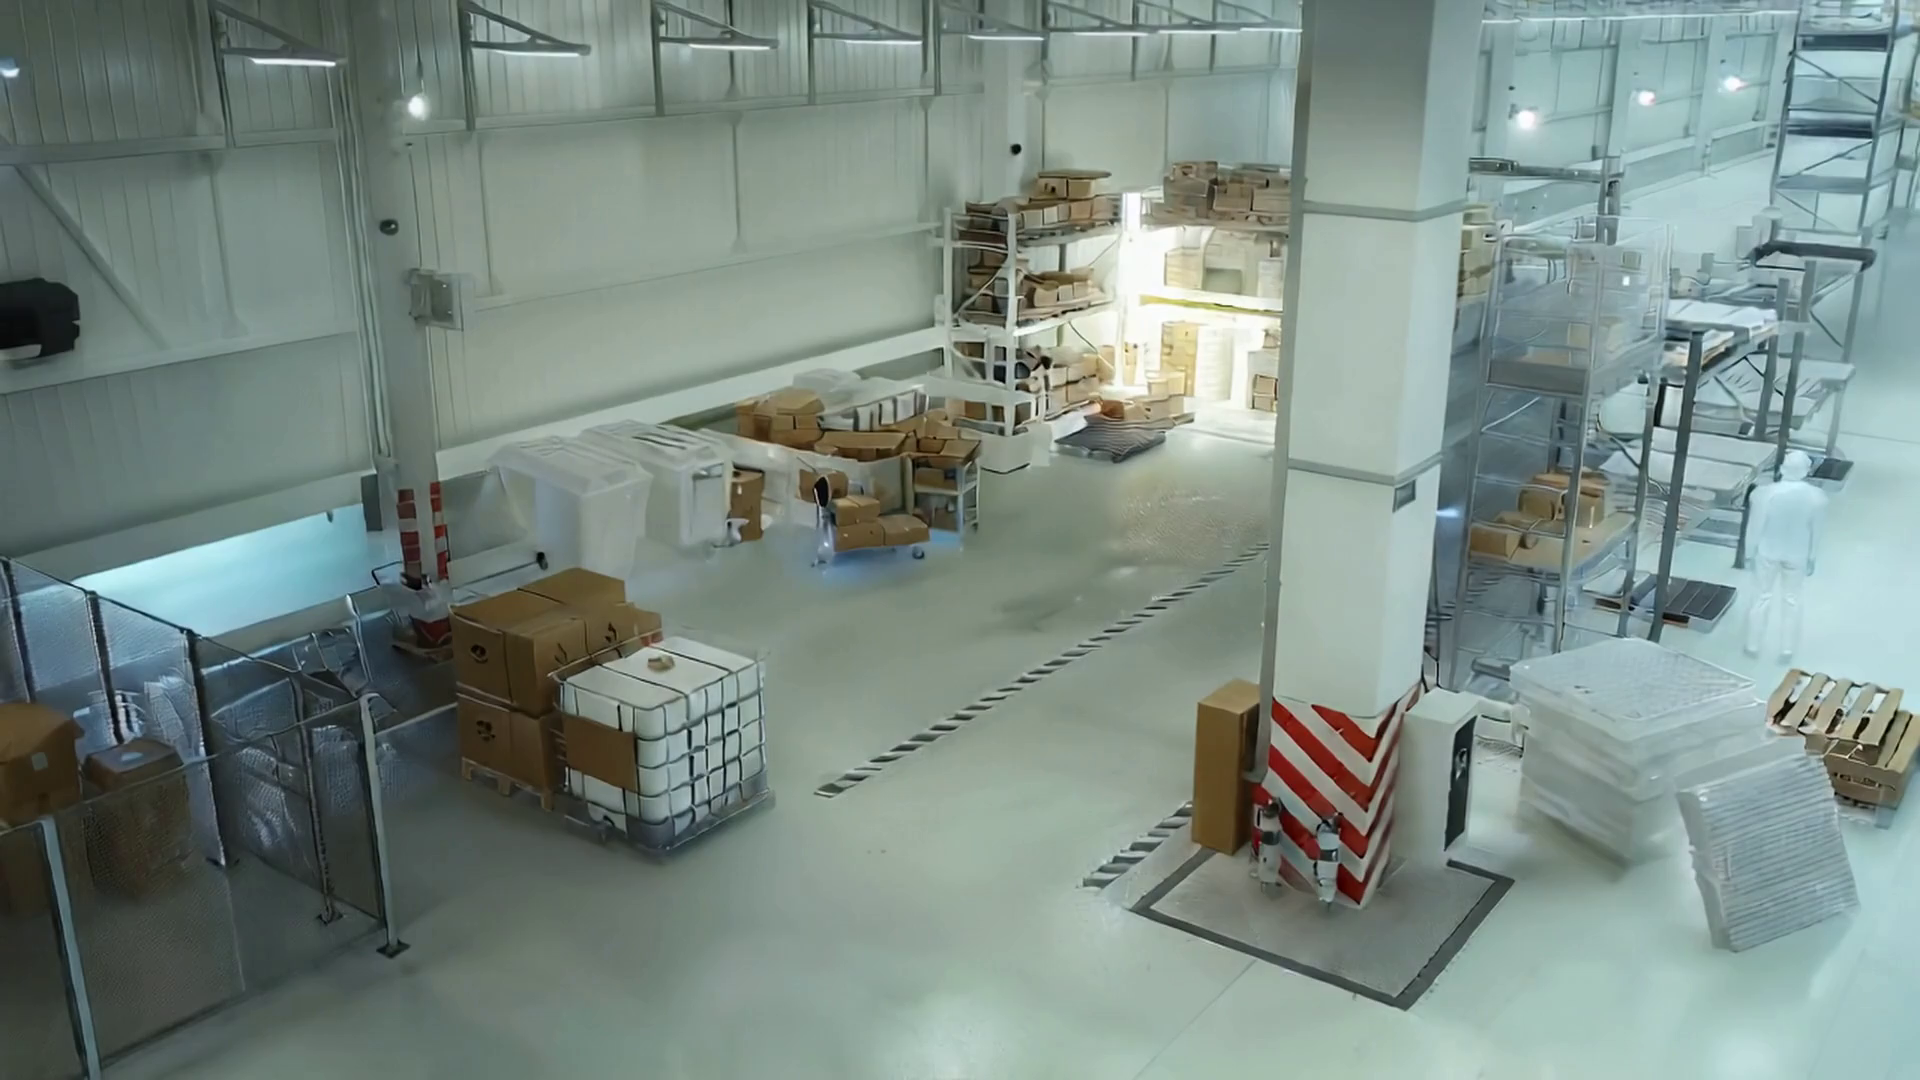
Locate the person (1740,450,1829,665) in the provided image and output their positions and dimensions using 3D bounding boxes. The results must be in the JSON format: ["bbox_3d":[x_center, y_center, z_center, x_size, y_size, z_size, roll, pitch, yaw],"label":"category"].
[{"bbox_3d":[7.226,0.152,14.643,0.627,1.941,0.371,7,19,20],"label":"person"}]
